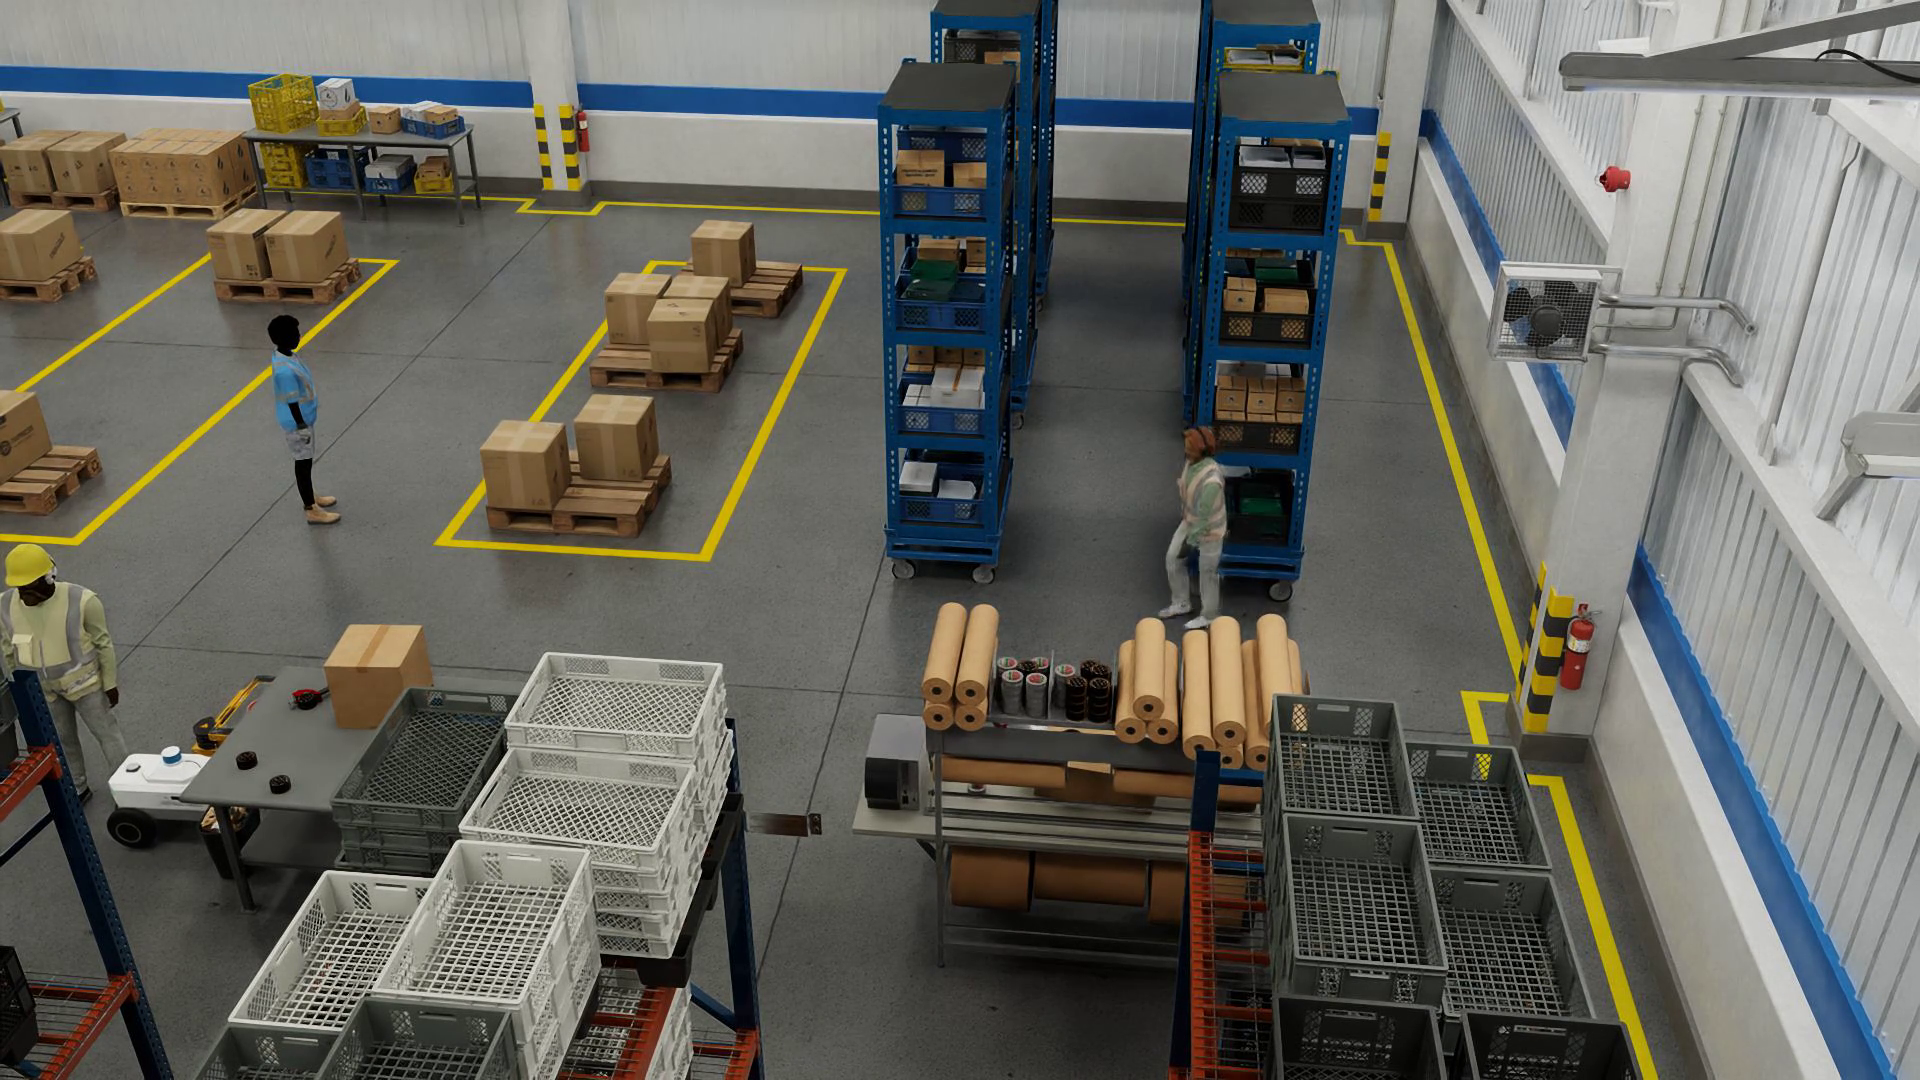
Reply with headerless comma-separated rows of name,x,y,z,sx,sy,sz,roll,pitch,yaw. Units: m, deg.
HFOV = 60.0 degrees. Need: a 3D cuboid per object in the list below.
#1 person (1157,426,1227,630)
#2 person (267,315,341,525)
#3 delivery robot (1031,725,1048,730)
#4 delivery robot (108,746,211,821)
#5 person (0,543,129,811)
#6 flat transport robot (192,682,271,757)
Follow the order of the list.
person,1.617,-0.065,11.424,0.518,1.612,0.524,-9,31,-15
person,-5.102,-0.936,12.849,0.320,1.692,0.531,-11,32,-19
delivery robot,0.467,1.314,10.016,0.707,0.478,0.477,-9,31,-15
delivery robot,-4.597,1.438,9.807,0.707,0.478,0.477,2,30,3
person,-5.215,0.824,9.690,0.588,1.833,0.404,-4,30,-7
flat transport robot,-4.089,1.163,10.648,1.431,0.197,0.652,3,30,6
